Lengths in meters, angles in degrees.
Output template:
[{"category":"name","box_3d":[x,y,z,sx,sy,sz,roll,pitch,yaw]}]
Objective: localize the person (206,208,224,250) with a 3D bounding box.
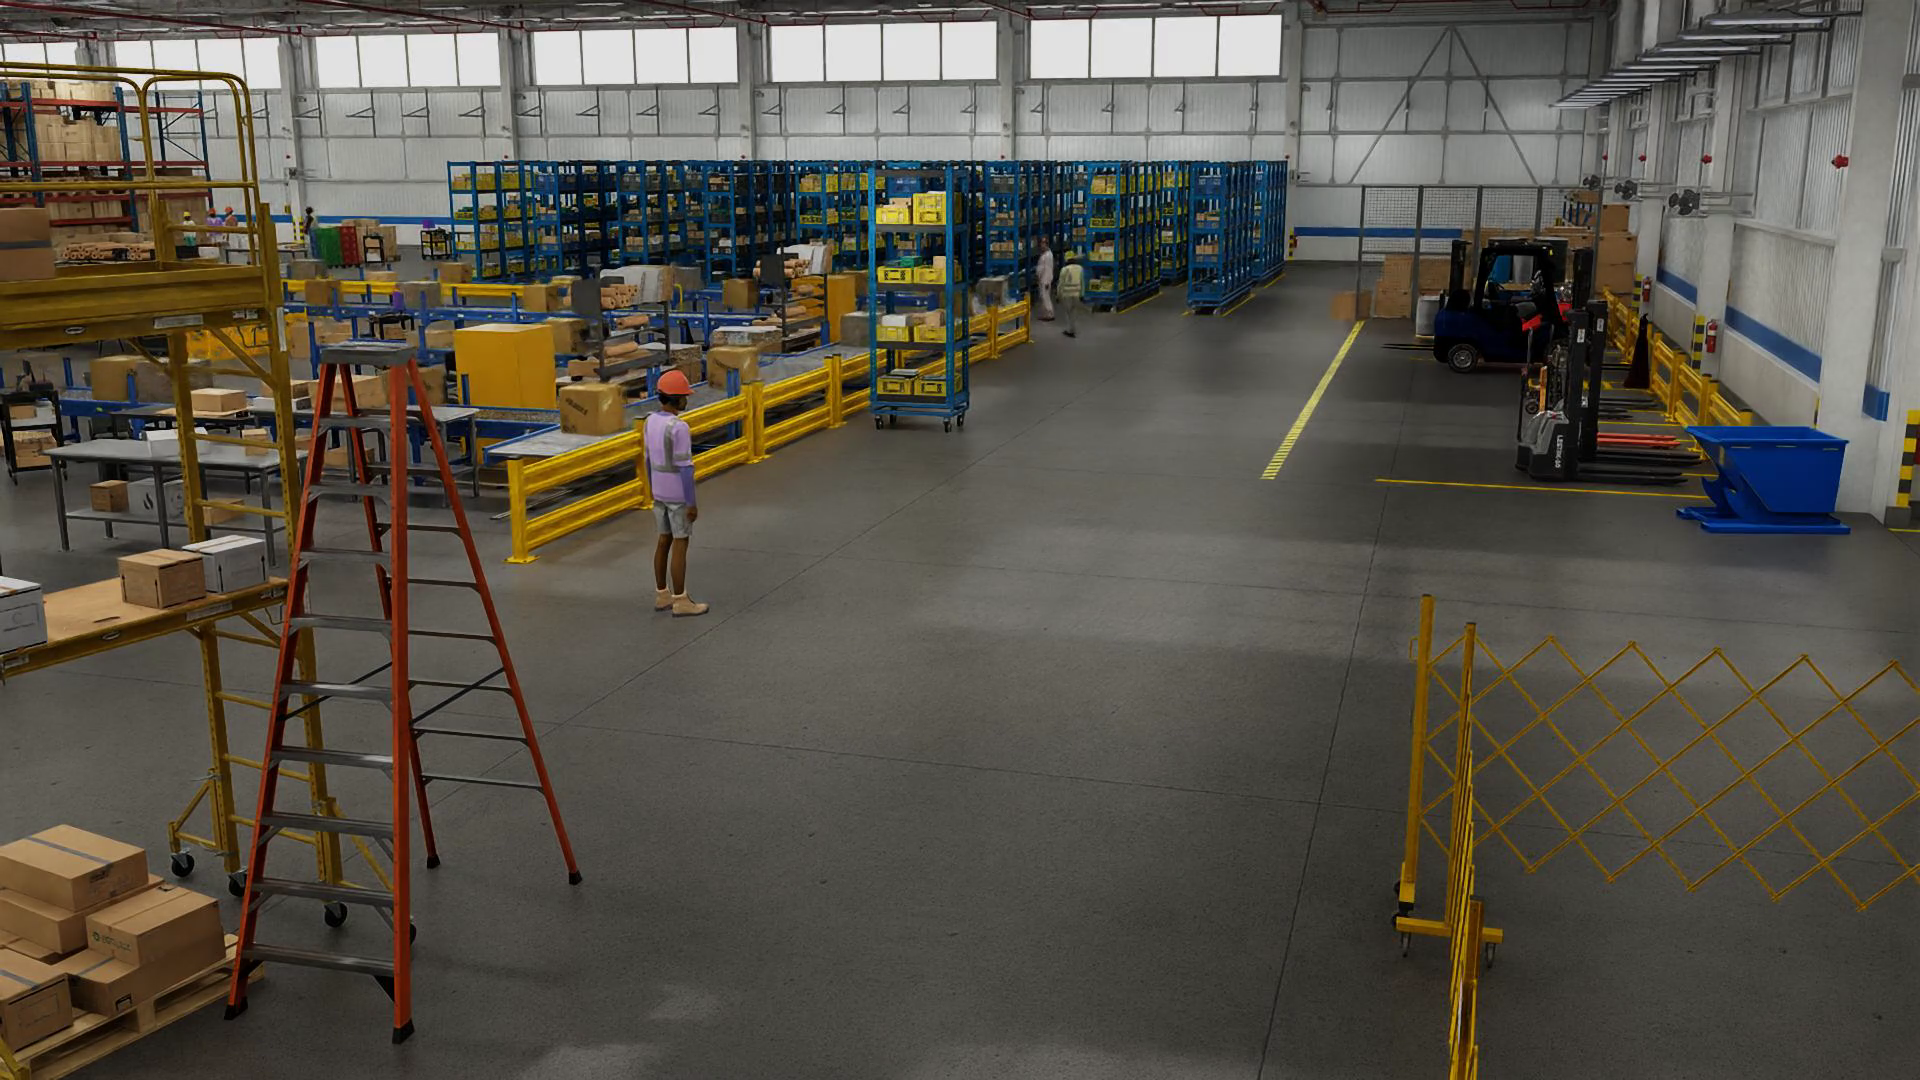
[{"category":"person","box_3d":[-27.041,-11.094,60.392,0.547,1.882,1.013,-4,14,-16]}]

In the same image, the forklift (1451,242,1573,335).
[{"category":"forklift","box_3d":[10.464,-4.597,31.405,2.680,1.987,1.157,4,14,16]}]

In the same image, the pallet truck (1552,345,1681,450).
[{"category":"pallet truck","box_3d":[8.641,-1.896,21.908,1.630,1.274,0.653,4,14,16]}]

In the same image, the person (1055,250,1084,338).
[{"category":"person","box_3d":[2.230,-5.160,34.888,0.627,1.807,0.705,-10,16,-37]}]

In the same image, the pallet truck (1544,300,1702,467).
[{"category":"pallet truck","box_3d":[8.263,-1.952,20.631,1.885,1.965,0.823,5,14,20]}]

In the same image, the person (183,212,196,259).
[{"category":"person","box_3d":[-27.761,-10.932,59.924,0.525,1.769,0.327,5,14,20]}]

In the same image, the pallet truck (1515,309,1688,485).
[{"category":"pallet truck","box_3d":[7.554,-1.677,19.446,1.885,1.965,0.823,3,13,14]}]

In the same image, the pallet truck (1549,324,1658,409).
[{"category":"pallet truck","box_3d":[9.824,-2.669,25.407,1.601,1.201,0.680,4,14,16]}]

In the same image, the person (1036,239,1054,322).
[{"category":"person","box_3d":[1.949,-5.974,38.281,0.412,1.882,0.785,-1,13,-3]}]

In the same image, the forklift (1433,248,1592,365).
[{"category":"forklift","box_3d":[9.780,-4.111,29.280,2.680,1.987,1.157,3,13,14]}]

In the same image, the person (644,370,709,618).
[{"category":"person","box_3d":[-2.347,-0.385,13.762,0.387,2.041,0.615,-11,17,-39]}]

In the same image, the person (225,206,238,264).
[{"category":"person","box_3d":[-25.604,-10.713,58.478,0.391,1.995,0.613,3,13,12]}]

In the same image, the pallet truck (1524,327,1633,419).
[{"category":"pallet truck","box_3d":[9.065,-2.460,24.370,1.522,1.261,0.704,3,13,14]}]

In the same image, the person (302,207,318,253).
[{"category":"person","box_3d":[-25.173,-11.983,64.422,0.944,1.791,0.622,-3,13,-13]}]
